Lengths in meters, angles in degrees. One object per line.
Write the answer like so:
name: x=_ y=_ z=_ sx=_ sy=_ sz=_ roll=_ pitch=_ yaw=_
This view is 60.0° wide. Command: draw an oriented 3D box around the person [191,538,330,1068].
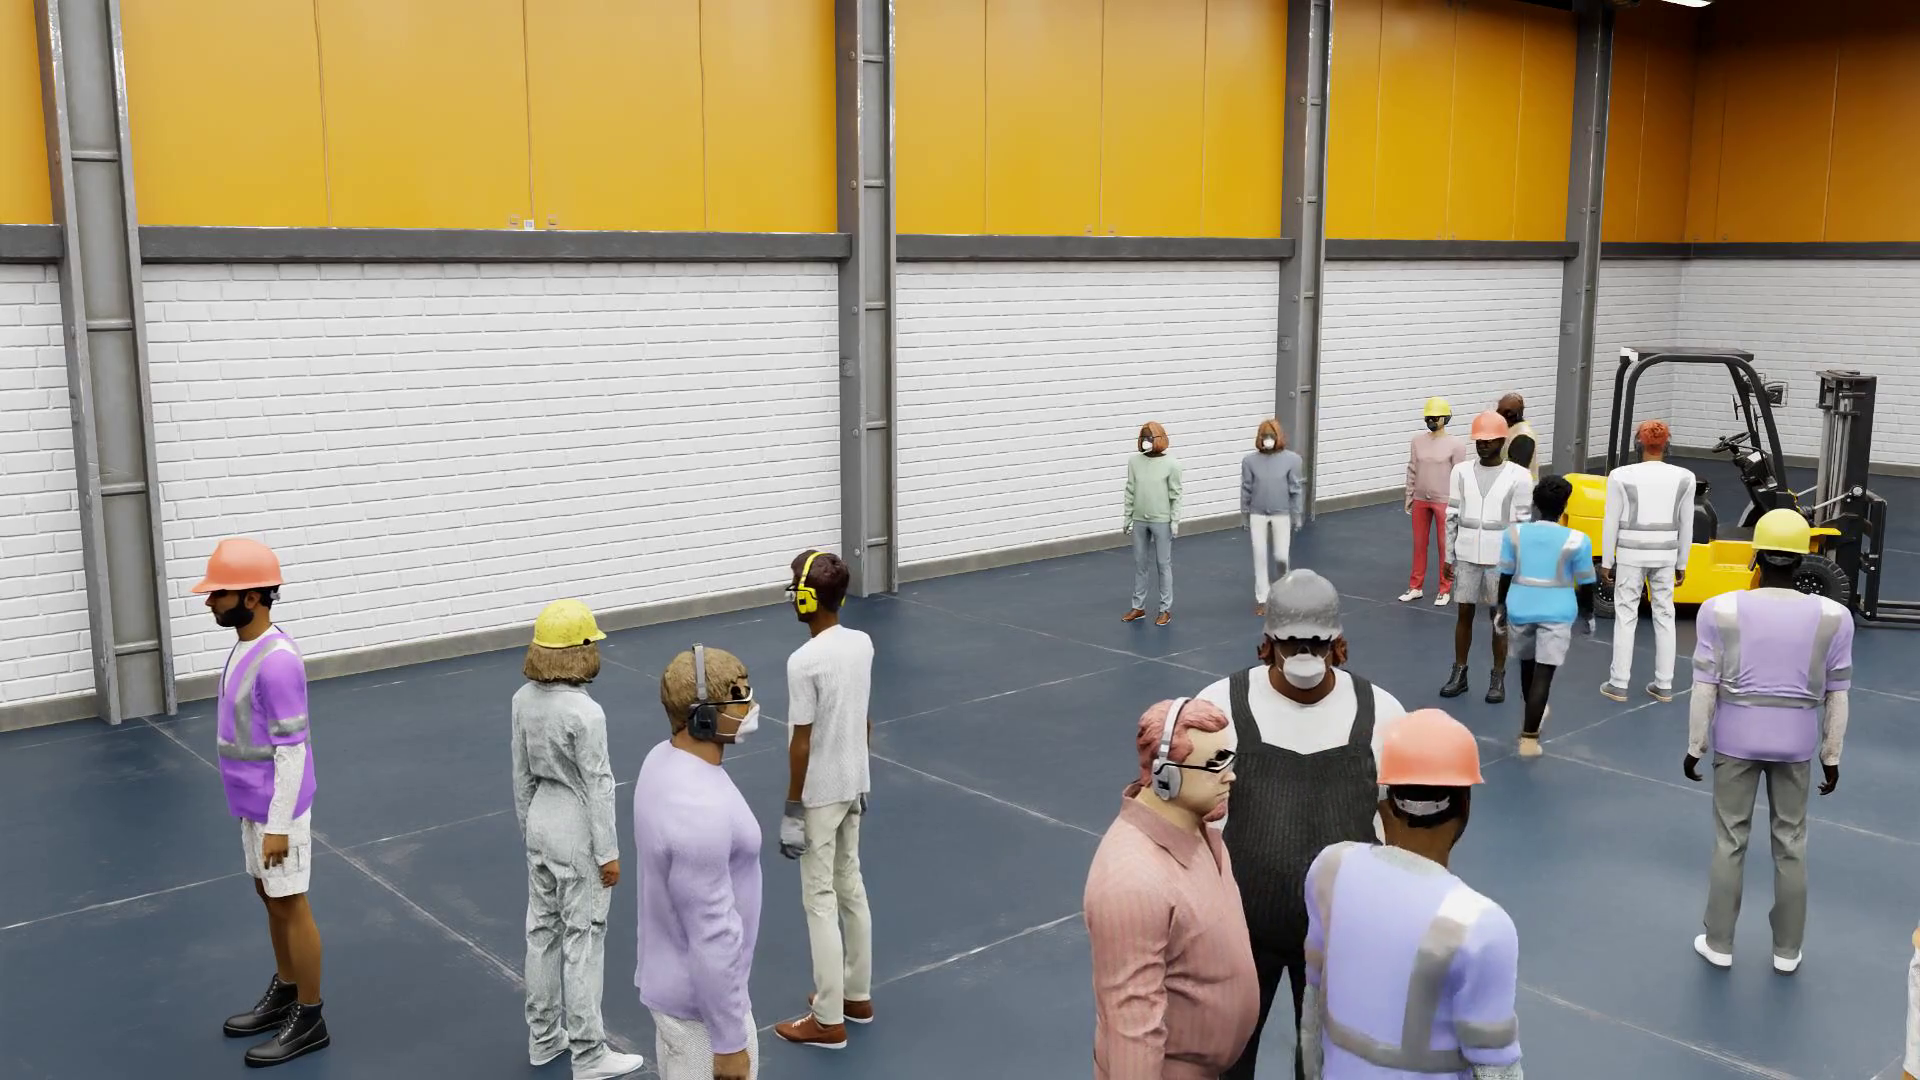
person: x=-2.553 y=0.948 z=6.084 sx=0.361 sy=1.940 sz=0.543 roll=-7 pitch=12 yaw=-34

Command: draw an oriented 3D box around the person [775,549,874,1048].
person: x=-0.511 y=0.963 z=6.224 sx=0.330 sy=1.867 sz=0.538 roll=5 pitch=11 yaw=27

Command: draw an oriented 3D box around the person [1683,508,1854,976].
person: x=3.298 y=0.826 z=6.832 sx=0.595 sy=1.925 sz=0.374 roll=3 pitch=10 yaw=15

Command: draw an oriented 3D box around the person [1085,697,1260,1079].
person: x=0.523 y=1.310 z=4.062 sx=0.403 sy=1.906 sz=0.651 roll=3 pitch=10 yaw=17

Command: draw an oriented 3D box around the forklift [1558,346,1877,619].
forklift: x=6.109 y=-0.478 z=13.691 sx=2.313 sy=2.155 sz=1.214 roll=3 pitch=10 yaw=16

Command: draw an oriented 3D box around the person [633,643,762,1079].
person: x=-0.679 y=1.226 z=4.459 sx=0.372 sy=1.940 sz=0.627 roll=-3 pitch=10 yaw=-19

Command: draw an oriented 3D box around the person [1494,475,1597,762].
person: x=3.502 y=0.436 z=9.883 sx=0.553 sy=1.649 sz=0.848 roll=7 pitch=12 yaw=37

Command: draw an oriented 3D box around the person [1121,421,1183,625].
person: x=1.533 y=-0.137 z=13.332 sx=0.507 sy=1.633 sz=0.278 roll=7 pitch=12 yaw=34

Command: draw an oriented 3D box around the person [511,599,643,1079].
person: x=-1.387 y=1.067 z=5.963 sx=0.493 sy=1.743 sz=0.296 roll=8 pitch=12 yaw=39

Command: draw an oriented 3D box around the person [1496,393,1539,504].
person: x=4.665 y=-0.347 z=14.061 sx=0.460 sy=1.810 sz=0.678 roll=2 pitch=10 yaw=10

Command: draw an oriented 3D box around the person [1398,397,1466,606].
person: x=4.000 y=-0.327 z=14.058 sx=0.523 sy=1.769 sz=0.313 roll=9 pitch=13 yaw=42

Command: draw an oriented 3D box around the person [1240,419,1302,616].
person: x=2.564 y=-0.199 z=13.713 sx=0.523 sy=1.619 sz=0.457 roll=4 pitch=10 yaw=20

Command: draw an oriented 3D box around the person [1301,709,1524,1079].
person: x=1.051 y=1.342 z=3.861 sx=0.409 sy=1.910 sz=0.591 roll=-6 pitch=12 yaw=-33

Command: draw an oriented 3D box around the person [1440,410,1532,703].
person: x=3.466 y=0.109 z=11.002 sx=0.552 sy=1.937 sz=0.356 roll=6 pitch=11 yaw=32

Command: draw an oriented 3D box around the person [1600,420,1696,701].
person: x=4.541 y=0.140 z=11.017 sx=0.572 sy=1.876 sz=0.355 roll=1 pitch=10 yaw=4

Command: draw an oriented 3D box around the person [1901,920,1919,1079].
person: x=2.555 y=1.307 z=3.999 sx=0.378 sy=1.932 sz=0.551 roll=-9 pitch=13 yaw=-42
